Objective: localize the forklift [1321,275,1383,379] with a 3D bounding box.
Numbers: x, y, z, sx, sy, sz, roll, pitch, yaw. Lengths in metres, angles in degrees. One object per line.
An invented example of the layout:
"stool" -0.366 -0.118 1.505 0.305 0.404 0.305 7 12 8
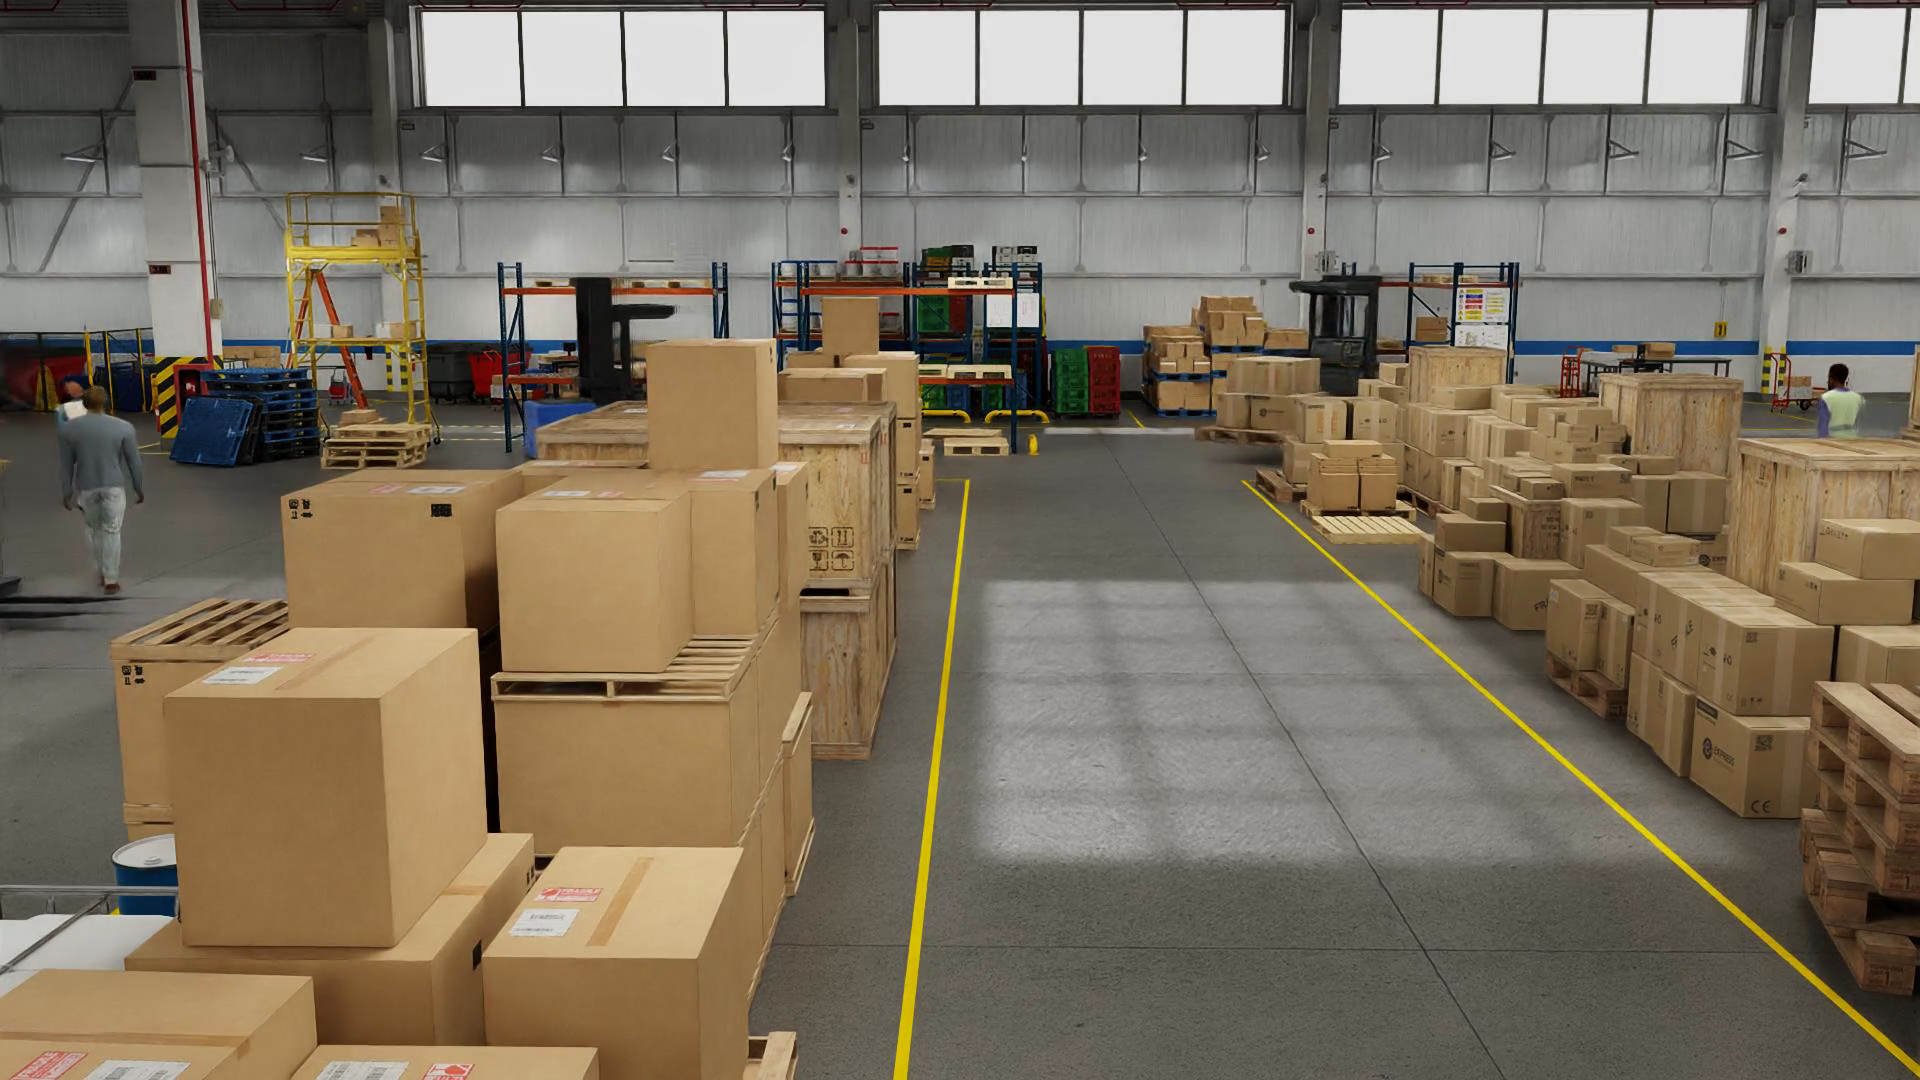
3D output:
"forklift" 6.314 -2.896 26.984 1.129 2.768 1.873 9 13 42

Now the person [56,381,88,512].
"person" -10.778 -1.150 20.393 0.517 1.591 0.862 -1 10 -8

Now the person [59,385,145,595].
"person" -7.927 -0.480 15.436 0.661 1.898 0.934 -3 10 -15

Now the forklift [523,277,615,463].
"forklift" -5.174 -2.320 23.532 1.873 2.768 1.129 -5 11 -26

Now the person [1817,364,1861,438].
"person" 9.899 -1.066 18.995 0.611 1.877 0.907 -3 10 -18
